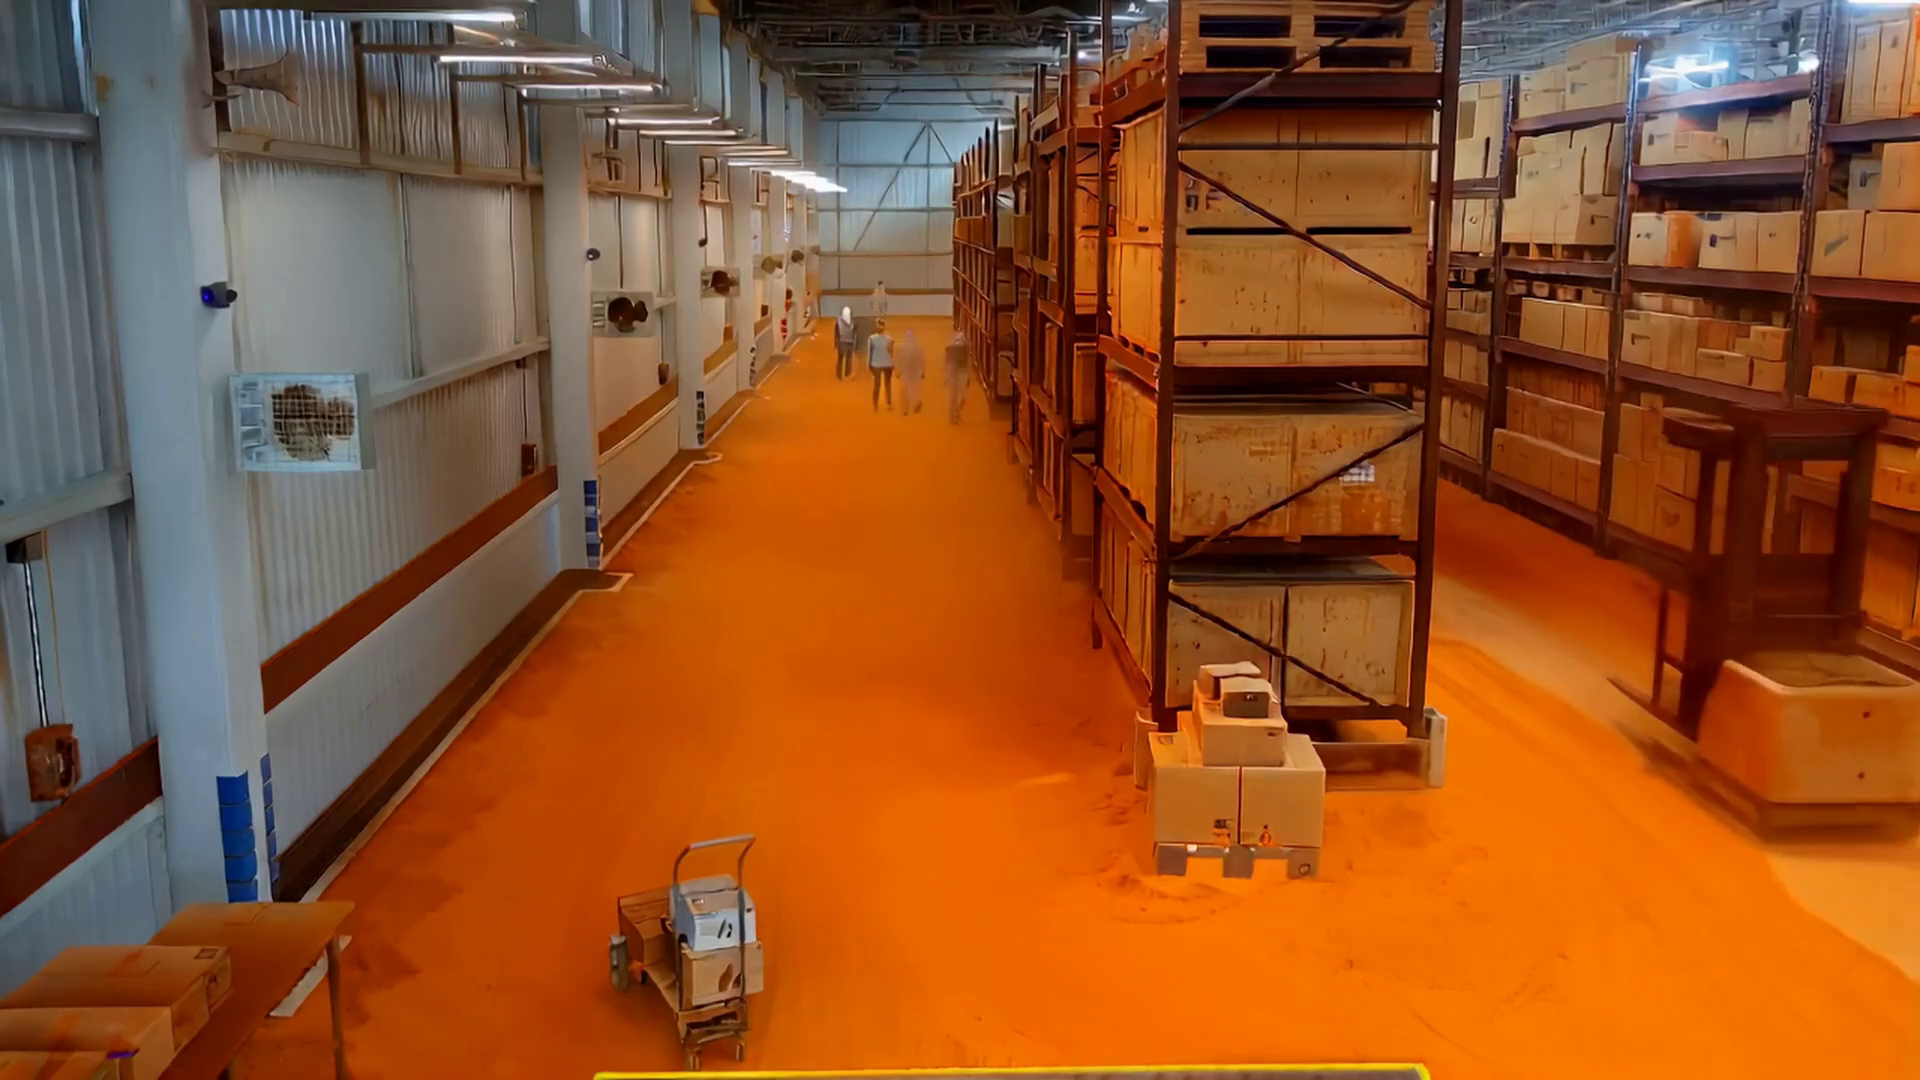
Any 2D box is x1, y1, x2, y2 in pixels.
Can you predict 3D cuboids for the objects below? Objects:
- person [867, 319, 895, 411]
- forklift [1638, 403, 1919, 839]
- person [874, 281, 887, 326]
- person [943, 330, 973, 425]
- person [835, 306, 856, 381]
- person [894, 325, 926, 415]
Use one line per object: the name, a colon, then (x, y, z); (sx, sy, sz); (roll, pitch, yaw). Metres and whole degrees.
person: (-1.681, -3.757, 35.737); (0.617, 1.986, 0.408); (-4, 11, -19)
forklift: (5.749, 0.451, 11.501); (1.129, 2.768, 1.873); (0, 11, -2)
person: (-3.054, -9.138, 64.364); (0.563, 1.742, 0.361); (-6, 13, -30)
person: (-0.044, -3.275, 33.453); (0.673, 1.887, 0.441); (-5, 12, -24)
person: (-2.930, -5.015, 42.489); (0.587, 1.909, 0.385); (-8, 14, -37)
person: (-1.029, -3.560, 34.970); (0.683, 1.885, 0.550); (-4, 12, -22)
